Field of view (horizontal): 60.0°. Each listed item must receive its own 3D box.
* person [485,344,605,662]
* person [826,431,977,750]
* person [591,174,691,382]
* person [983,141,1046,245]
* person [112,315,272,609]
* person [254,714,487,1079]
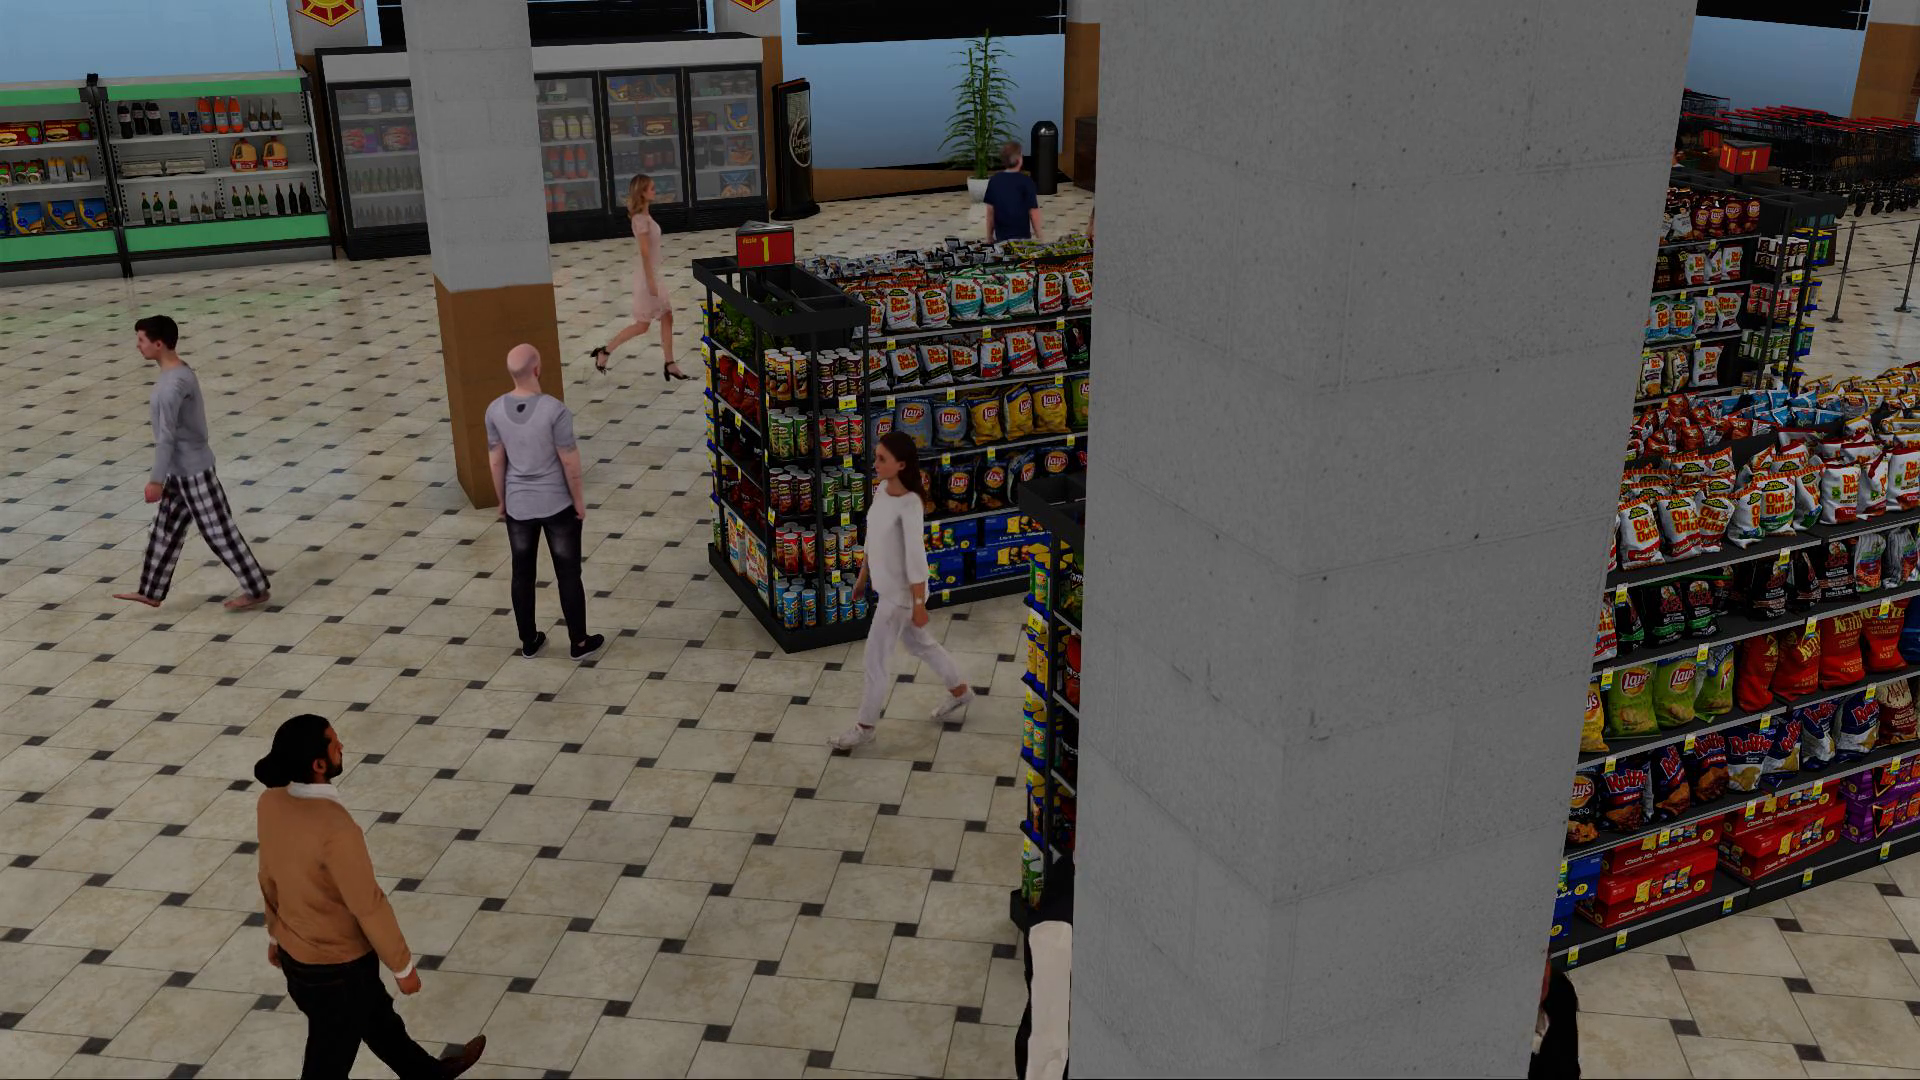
[{"bbox_3d":[-2.342,-0.203,9.272,0.727,1.831,0.825,4,22,9],"label":"person"},{"bbox_3d":[-0.237,0.242,8.403,1.090,1.654,0.663,-8,23,-18],"label":"person"},{"bbox_3d":[-2.779,-2.200,14.280,1.151,1.804,0.893,0,22,0],"label":"person"},{"bbox_3d":[0.456,-2.765,15.679,1.042,1.808,1.301,16,27,34],"label":"person"},{"bbox_3d":[-4.444,-0.413,9.820,1.077,1.813,0.619,-10,24,-24],"label":"person"},{"bbox_3d":[-2.116,1.405,5.417,0.916,1.722,1.162,20,30,41],"label":"person"}]
